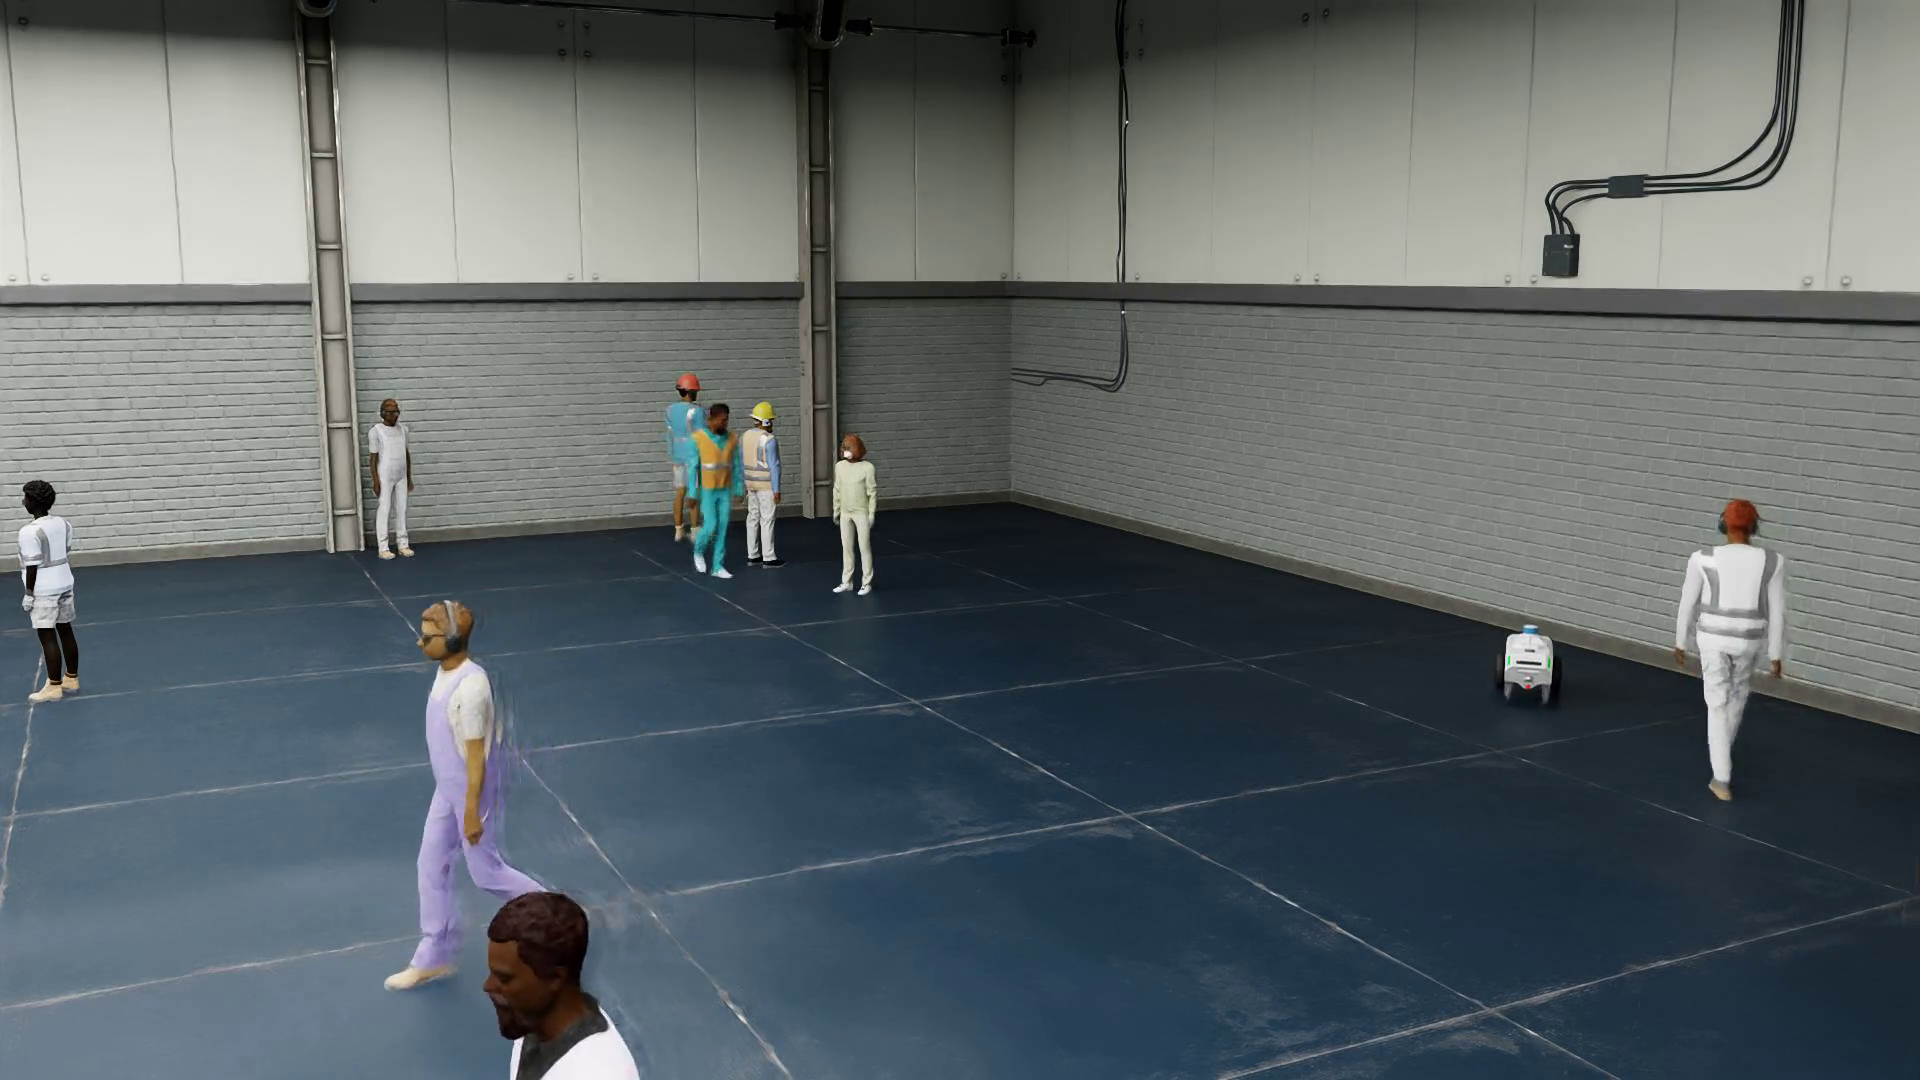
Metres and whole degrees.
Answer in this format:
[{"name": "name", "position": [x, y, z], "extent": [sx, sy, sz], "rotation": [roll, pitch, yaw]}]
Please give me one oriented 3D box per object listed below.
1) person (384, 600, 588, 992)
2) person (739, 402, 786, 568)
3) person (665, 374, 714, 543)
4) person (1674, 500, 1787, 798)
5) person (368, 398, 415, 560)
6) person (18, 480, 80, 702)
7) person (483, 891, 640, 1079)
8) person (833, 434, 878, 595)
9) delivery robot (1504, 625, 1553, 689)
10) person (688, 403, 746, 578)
[{"name": "person", "position": [-2.205, 1.152, 7.659], "extent": [0.855, 1.820, 0.522], "rotation": [-6, 11, -32]}, {"name": "person", "position": [-2.173, -0.605, 18.395], "extent": [0.600, 1.829, 0.404], "rotation": [9, 13, 44]}, {"name": "person", "position": [-3.261, -0.983, 20.076], "extent": [0.613, 2.043, 0.374], "rotation": [7, 11, 35]}, {"name": "person", "position": [4.891, 0.653, 10.628], "extent": [0.606, 1.832, 0.950], "rotation": [2, 9, 13]}, {"name": "person", "position": [-6.478, -0.695, 18.960], "extent": [0.341, 1.839, 0.500], "rotation": [7, 11, 35]}, {"name": "person", "position": [-6.976, 0.385, 12.715], "extent": [0.318, 1.697, 0.535], "rotation": [0, 9, 2]}, {"name": "person", "position": [-0.920, 1.724, 3.826], "extent": [0.493, 1.899, 0.623], "rotation": [-4, 10, -23]}, {"name": "person", "position": [-1.071, -0.256, 16.859], "extent": [0.507, 1.631, 0.271], "rotation": [5, 11, 30]}, {"name": "delivery robot", "position": [4.371, 0.898, 12.775], "extent": [0.477, 0.478, 0.707], "rotation": [3, 10, 19]}, {"name": "person", "position": [-2.628, -0.533, 17.792], "extent": [0.602, 1.891, 0.461], "rotation": [-8, 12, -40]}]
